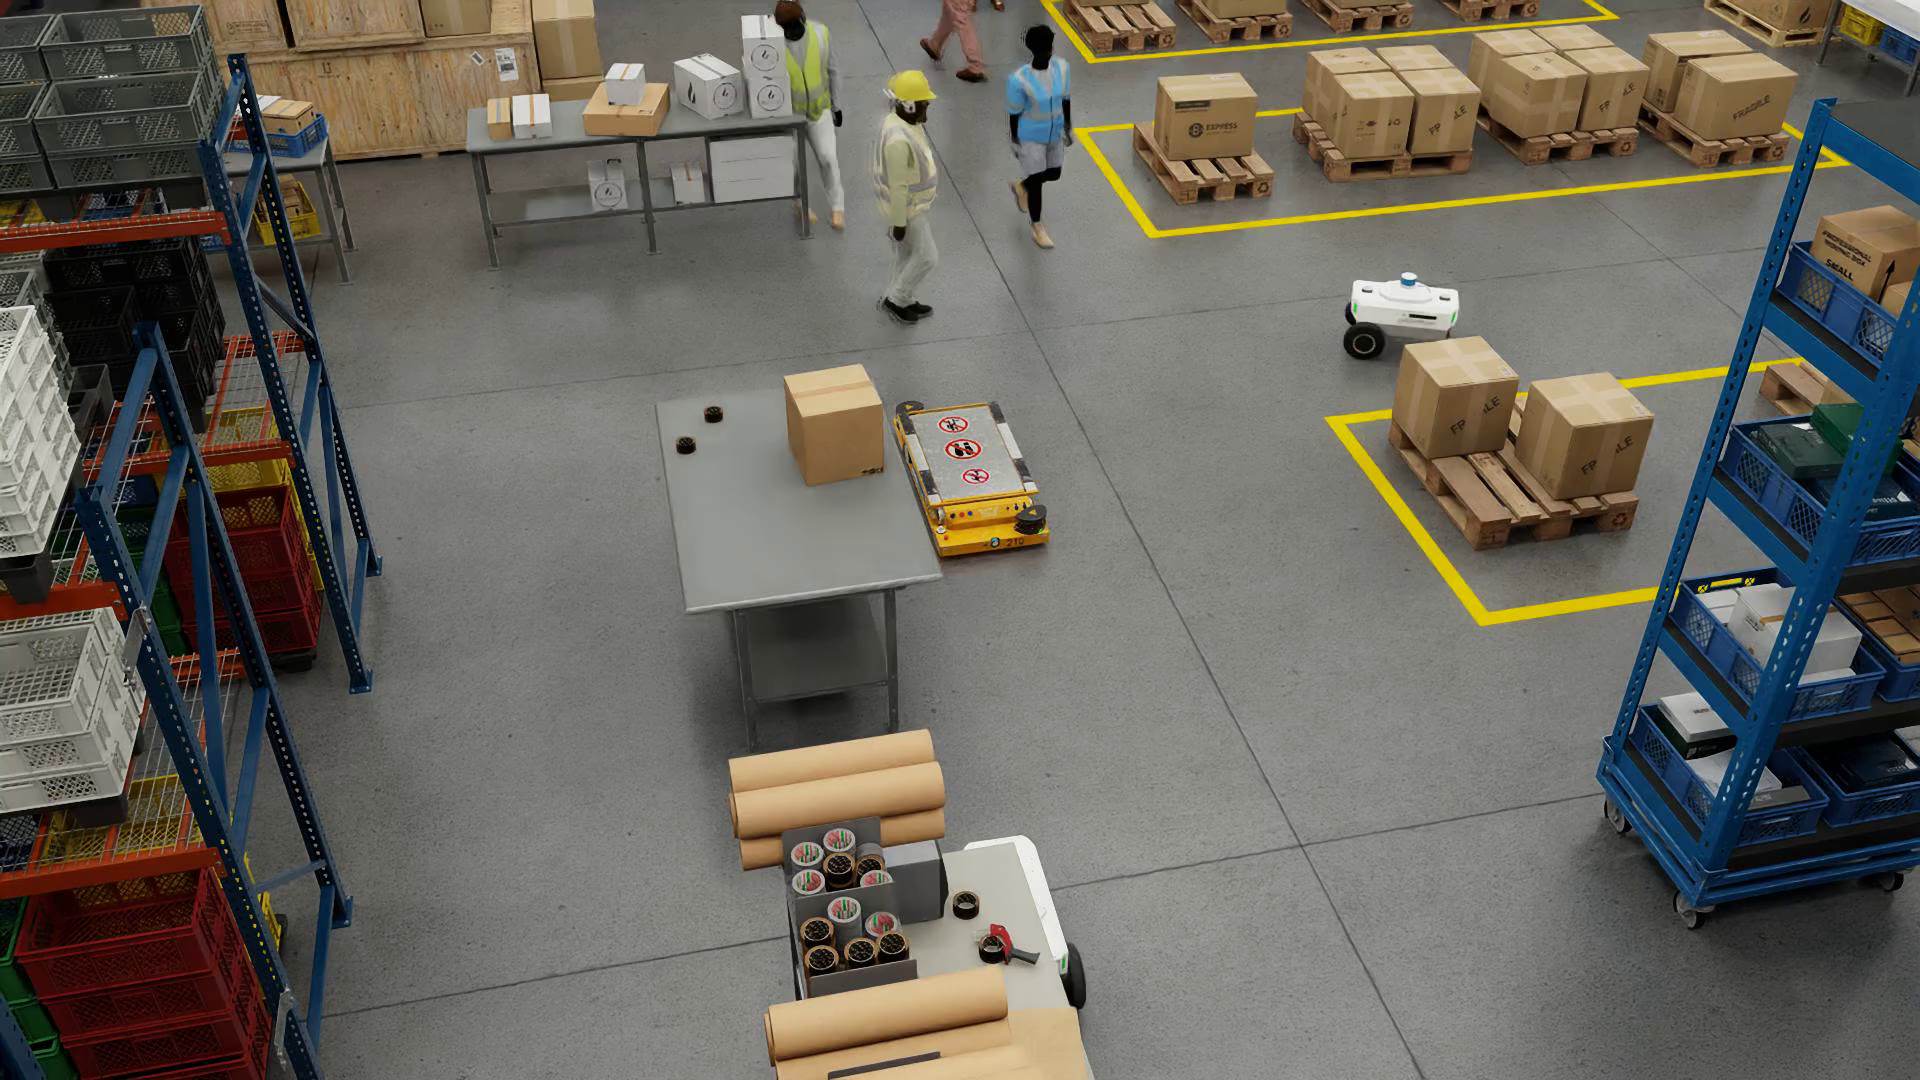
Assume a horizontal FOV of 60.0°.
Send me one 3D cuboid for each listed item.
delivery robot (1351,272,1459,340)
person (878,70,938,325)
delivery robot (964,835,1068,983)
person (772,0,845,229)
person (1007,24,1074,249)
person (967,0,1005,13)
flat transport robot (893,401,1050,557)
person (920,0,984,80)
[{"bbox_3d":[3.030,-1.589,11.355,0.707,0.478,0.477,7,37,10],"label":"delivery robot"},{"bbox_3d":[-0.341,-2.318,11.359,0.419,1.811,0.602,0,37,0],"label":"person"},{"bbox_3d":[0.222,1.590,7.082,0.477,0.478,0.707,-7,37,-9],"label":"delivery robot"},{"bbox_3d":[-1.187,-3.194,12.558,0.661,1.807,0.657,-11,38,-15],"label":"person"},{"bbox_3d":[0.561,-3.073,12.490,0.540,1.676,0.619,-21,42,-26],"label":"person"},{"bbox_3d":[0.277,-6.214,16.554,0.534,1.868,0.310,-6,37,-8],"label":"person"},{"bbox_3d":[0.046,-0.430,10.108,0.652,0.197,1.431,-8,37,-10],"label":"flat transport robot"},{"bbox_3d":[-0.077,-5.205,15.212,0.994,1.847,0.643,30,46,34],"label":"person"}]
